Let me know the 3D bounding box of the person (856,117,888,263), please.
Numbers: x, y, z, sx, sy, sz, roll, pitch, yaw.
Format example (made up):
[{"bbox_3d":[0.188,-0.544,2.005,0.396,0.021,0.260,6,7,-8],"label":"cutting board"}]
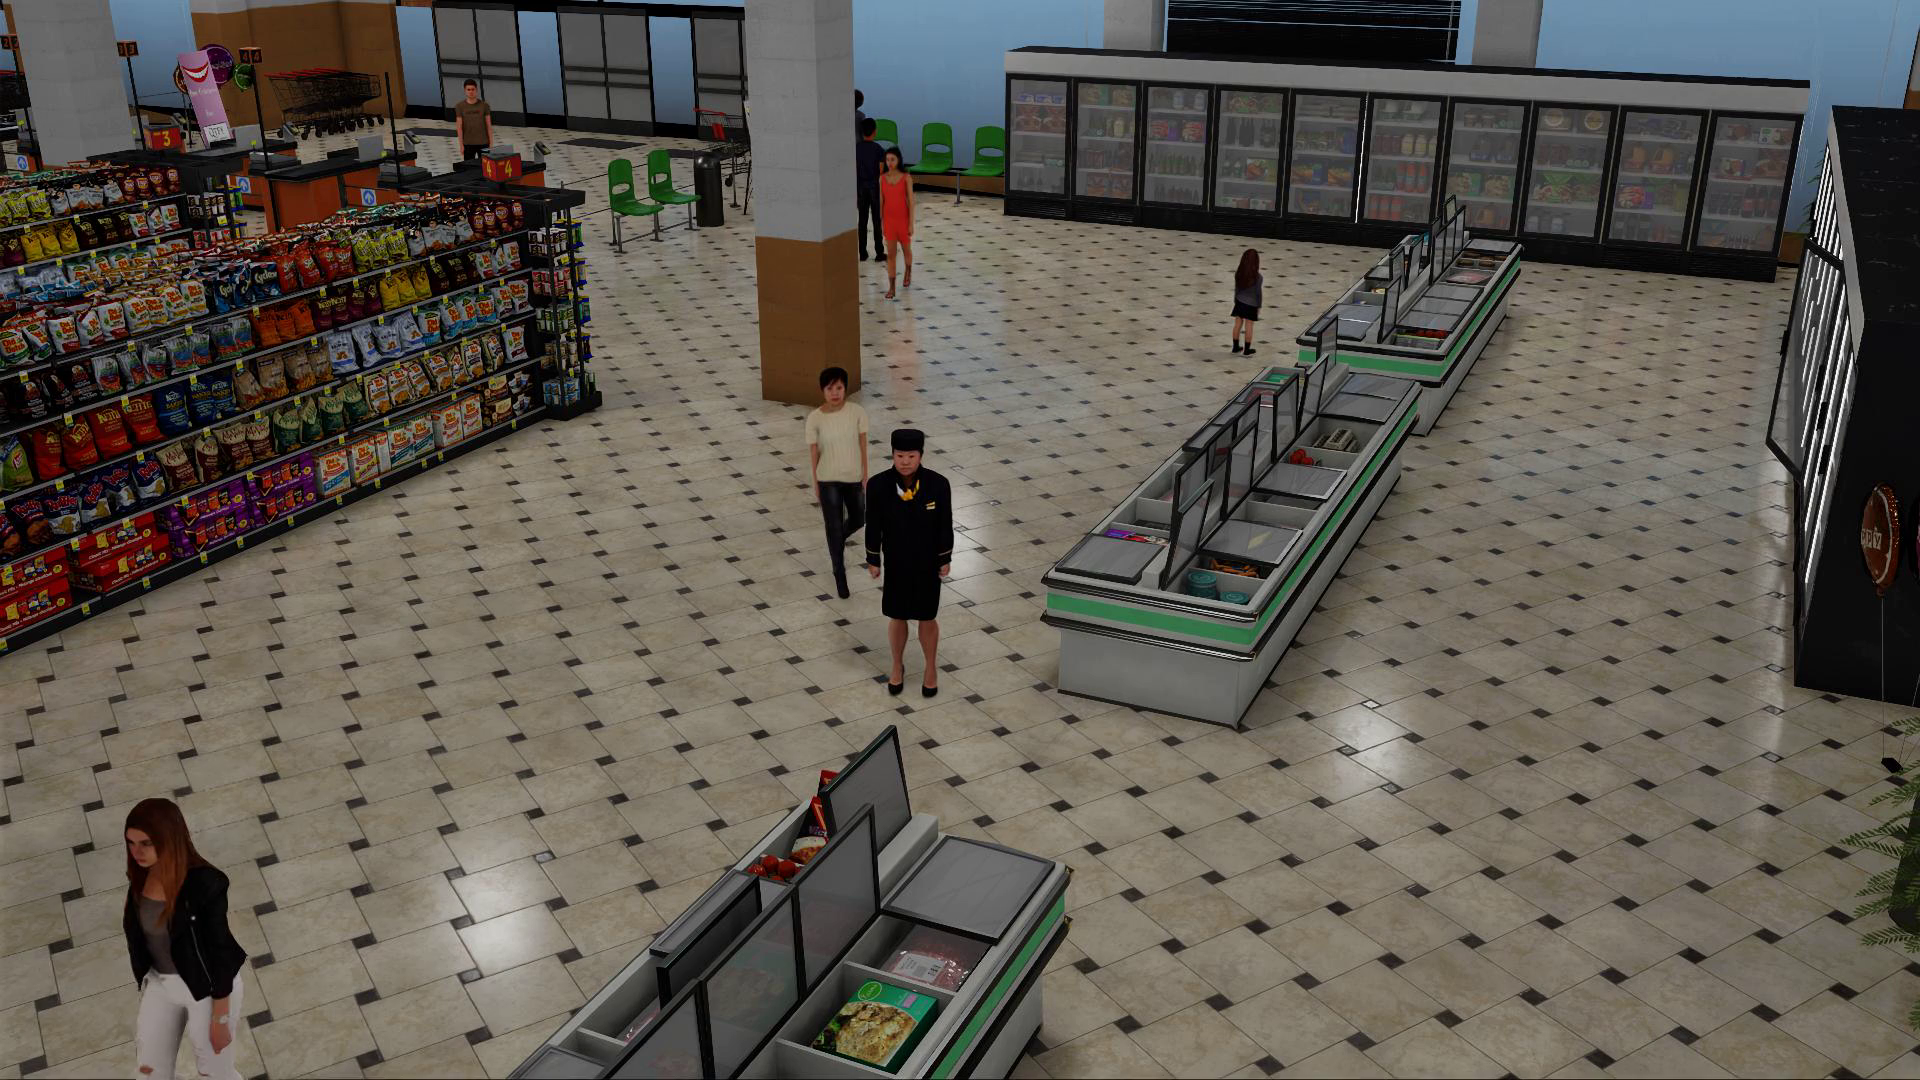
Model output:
[{"bbox_3d":[-1.150,-4.430,21.044,0.662,1.793,0.564,7,23,16],"label":"person"}]

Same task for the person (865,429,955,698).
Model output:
[{"bbox_3d":[-0.281,0.133,9.852,0.775,1.671,0.763,1,22,3],"label":"person"}]

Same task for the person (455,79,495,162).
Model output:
[{"bbox_3d":[-7.108,-5.820,24.426,0.741,1.851,0.805,-8,23,-20],"label":"person"}]

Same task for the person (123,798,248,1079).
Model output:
[{"bbox_3d":[-2.755,1.625,6.117,0.634,1.688,0.603,9,24,22],"label":"person"}]

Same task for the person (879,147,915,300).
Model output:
[{"bbox_3d":[-0.709,-3.700,19.381,0.799,1.679,1.209,4,22,9],"label":"person"}]

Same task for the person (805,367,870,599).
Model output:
[{"bbox_3d":[-0.820,-0.424,11.372,0.922,1.572,0.997,-6,23,-16],"label":"person"}]

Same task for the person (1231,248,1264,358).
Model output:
[{"bbox_3d":[2.929,-2.439,17.011,0.499,1.107,0.492,16,27,34],"label":"person"}]
